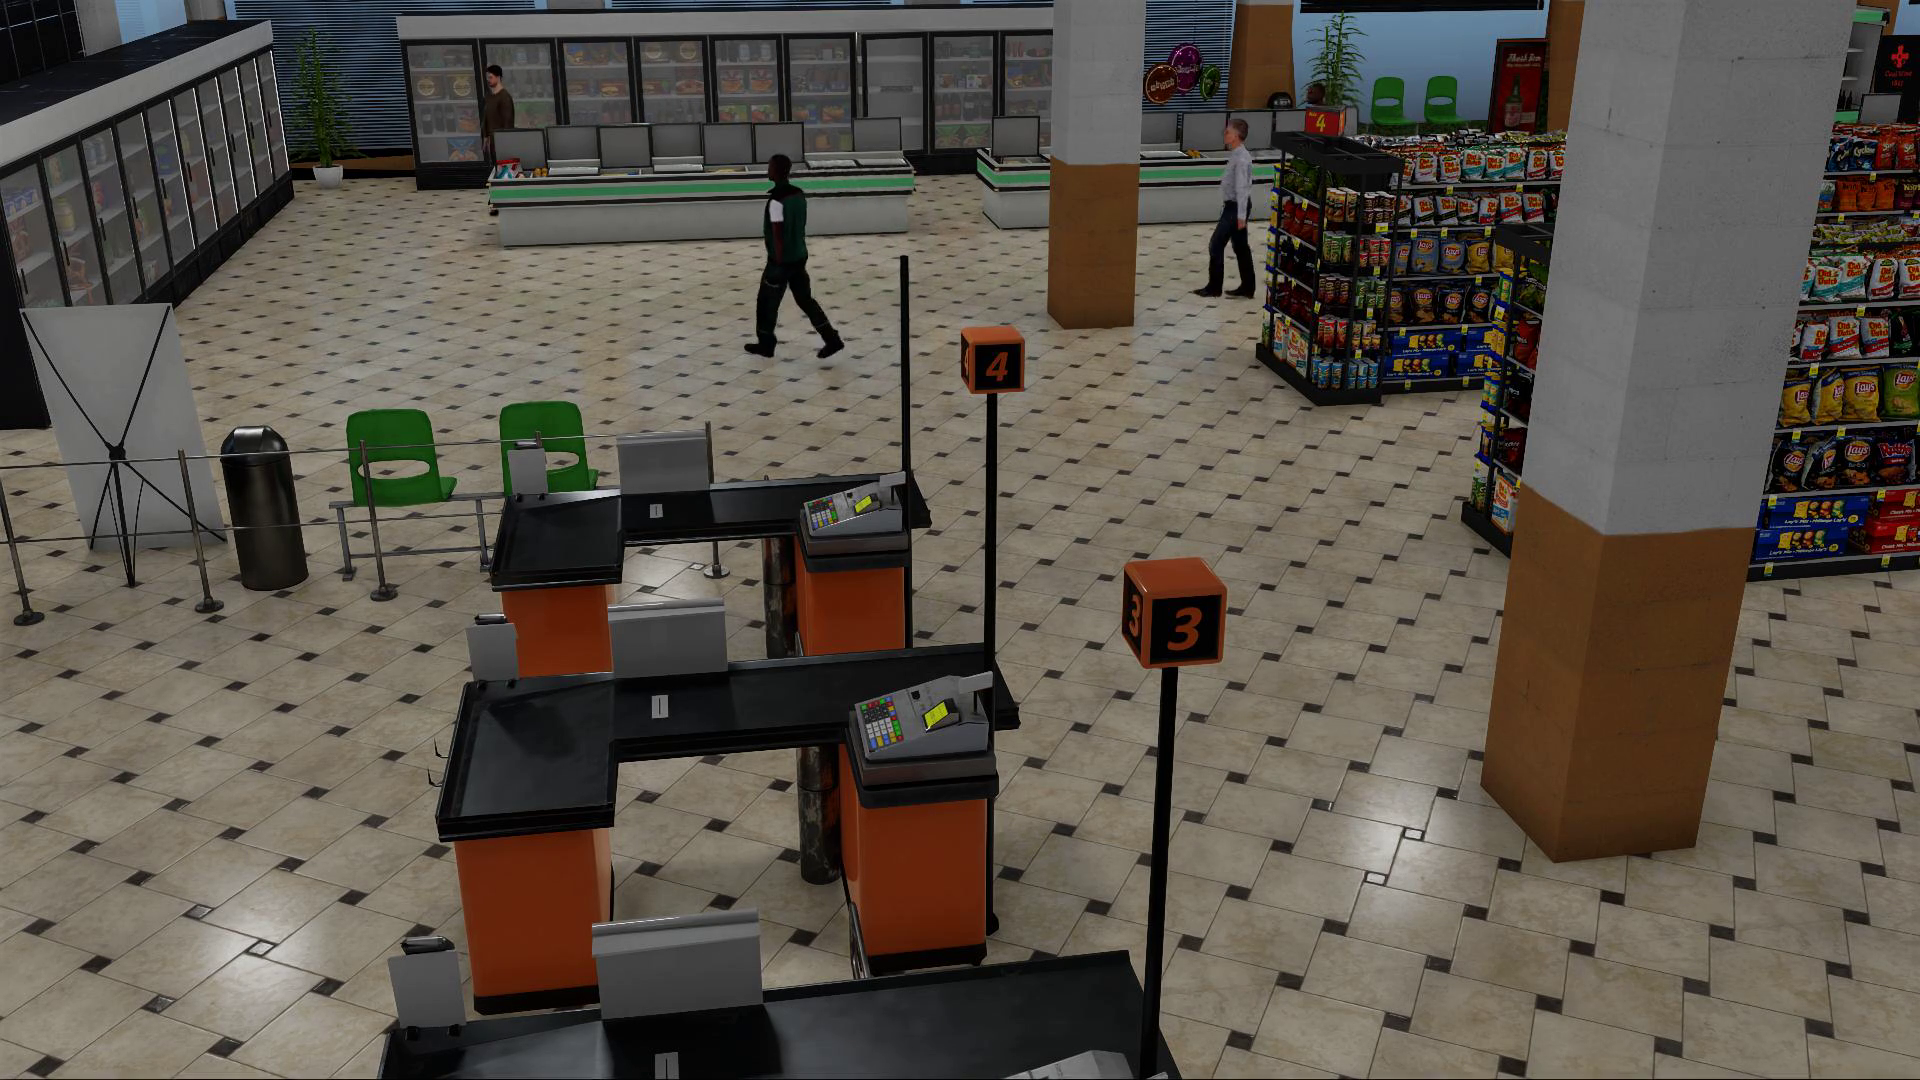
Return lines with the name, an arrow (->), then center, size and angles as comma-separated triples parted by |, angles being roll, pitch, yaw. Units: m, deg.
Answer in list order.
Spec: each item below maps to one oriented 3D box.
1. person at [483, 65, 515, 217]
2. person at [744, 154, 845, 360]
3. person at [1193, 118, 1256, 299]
person -> -5.678, -5.001, 20.867 | 0.951, 1.874, 0.881 | -18, 28, -38
person -> -1.430, -2.425, 14.553 | 1.308, 1.802, 1.131 | 10, 24, 23
person -> 2.867, -3.319, 16.783 | 0.955, 1.797, 0.826 | 3, 22, 6
